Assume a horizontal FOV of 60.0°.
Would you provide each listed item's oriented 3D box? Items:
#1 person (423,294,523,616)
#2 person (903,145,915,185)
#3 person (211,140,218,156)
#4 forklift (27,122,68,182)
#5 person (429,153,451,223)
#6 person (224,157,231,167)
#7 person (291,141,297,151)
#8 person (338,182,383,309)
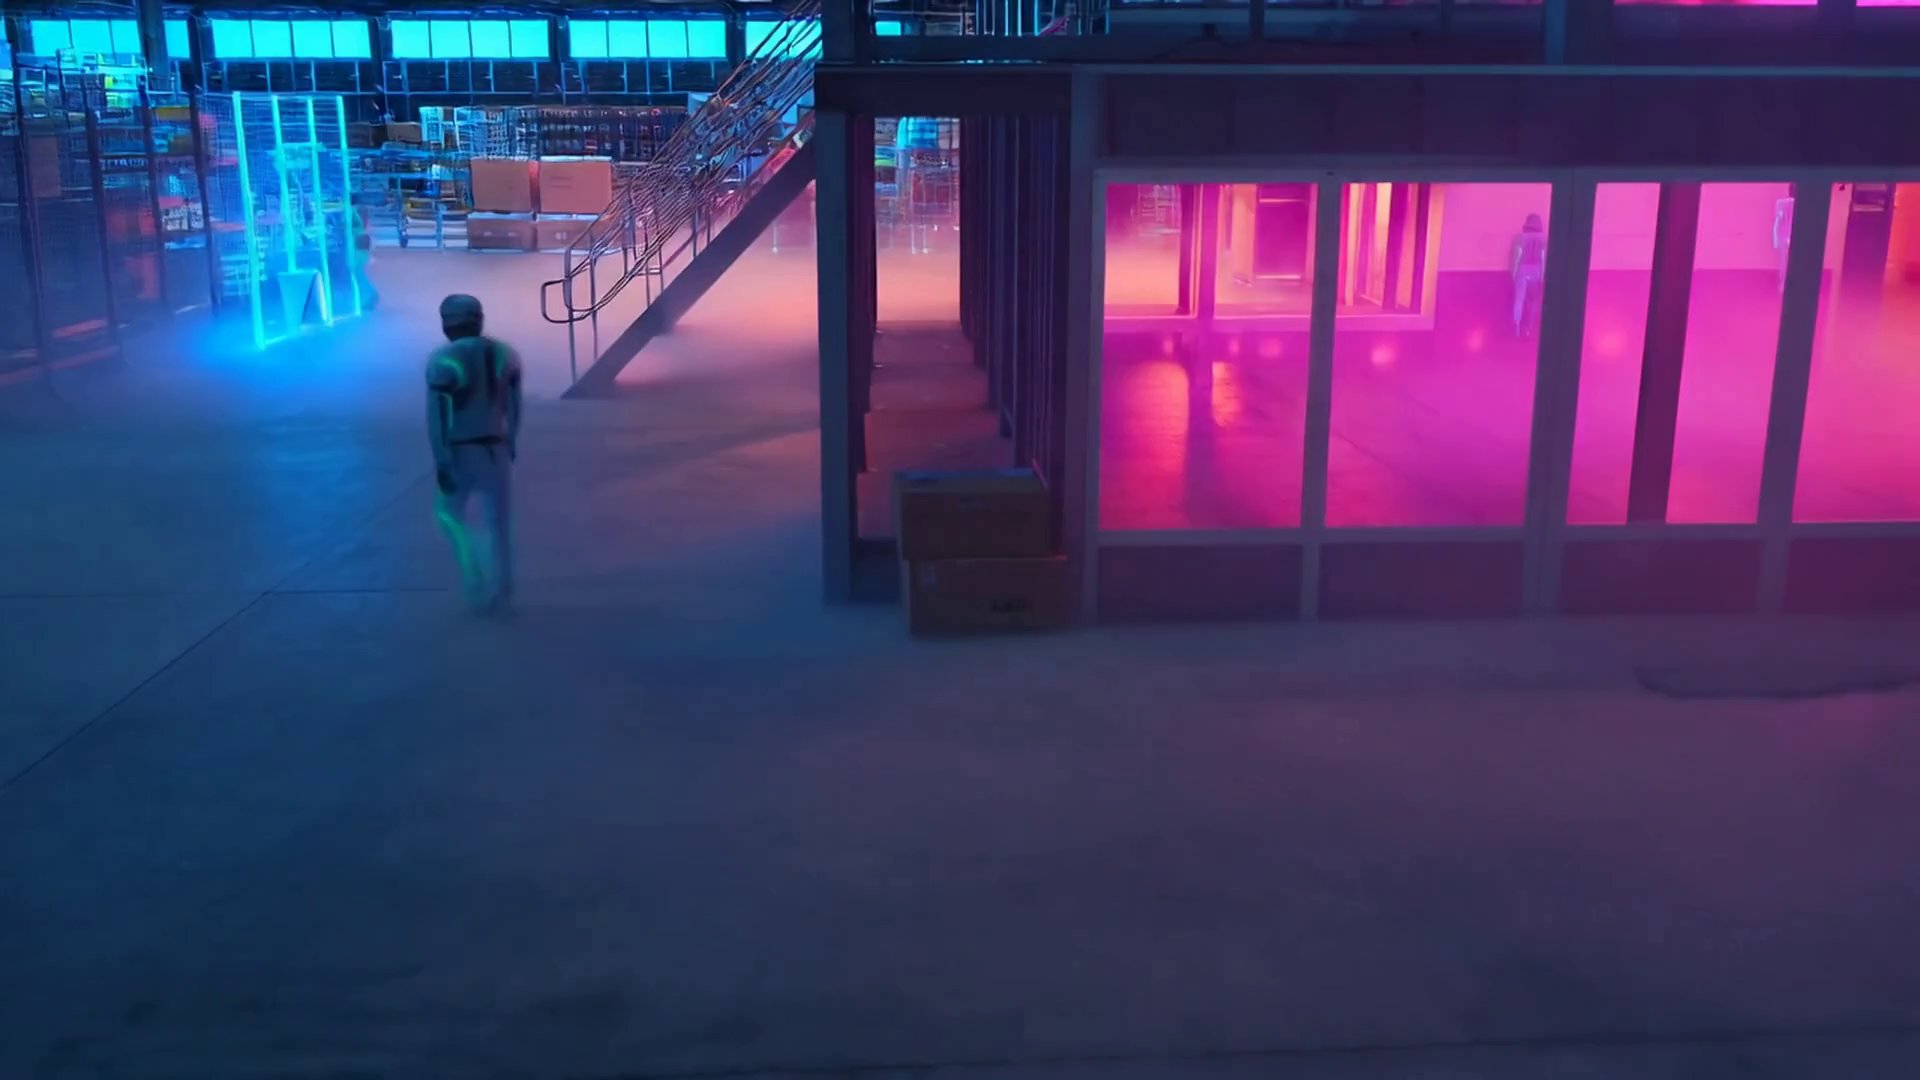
[{"bbox_3d":[-2.776,-0.478,9.397,0.649,1.822,0.632,13,19,43],"label":"person"},{"bbox_3d":[-2.298,-16.988,75.355,0.589,1.834,0.403,3,14,10],"label":"person"},{"bbox_3d":[-38.339,-19.618,85.650,0.602,1.939,0.401,7,16,25],"label":"person"},{"bbox_3d":[-35.376,-14.773,64.377,1.129,2.768,1.873,-1,14,-2],"label":"forklift"},{"bbox_3d":[-13.729,-9.189,43.892,0.629,1.970,1.078,-12,18,-39],"label":"person"},{"bbox_3d":[-23.247,-11.341,53.019,0.542,1.724,0.919,1,14,5],"label":"person"},{"bbox_3d":[-37.165,-21.339,92.799,0.925,1.797,0.644,-9,17,-32],"label":"person"},{"bbox_3d":[-8.963,-4.380,24.807,0.460,1.906,0.596,0,14,1],"label":"person"}]
